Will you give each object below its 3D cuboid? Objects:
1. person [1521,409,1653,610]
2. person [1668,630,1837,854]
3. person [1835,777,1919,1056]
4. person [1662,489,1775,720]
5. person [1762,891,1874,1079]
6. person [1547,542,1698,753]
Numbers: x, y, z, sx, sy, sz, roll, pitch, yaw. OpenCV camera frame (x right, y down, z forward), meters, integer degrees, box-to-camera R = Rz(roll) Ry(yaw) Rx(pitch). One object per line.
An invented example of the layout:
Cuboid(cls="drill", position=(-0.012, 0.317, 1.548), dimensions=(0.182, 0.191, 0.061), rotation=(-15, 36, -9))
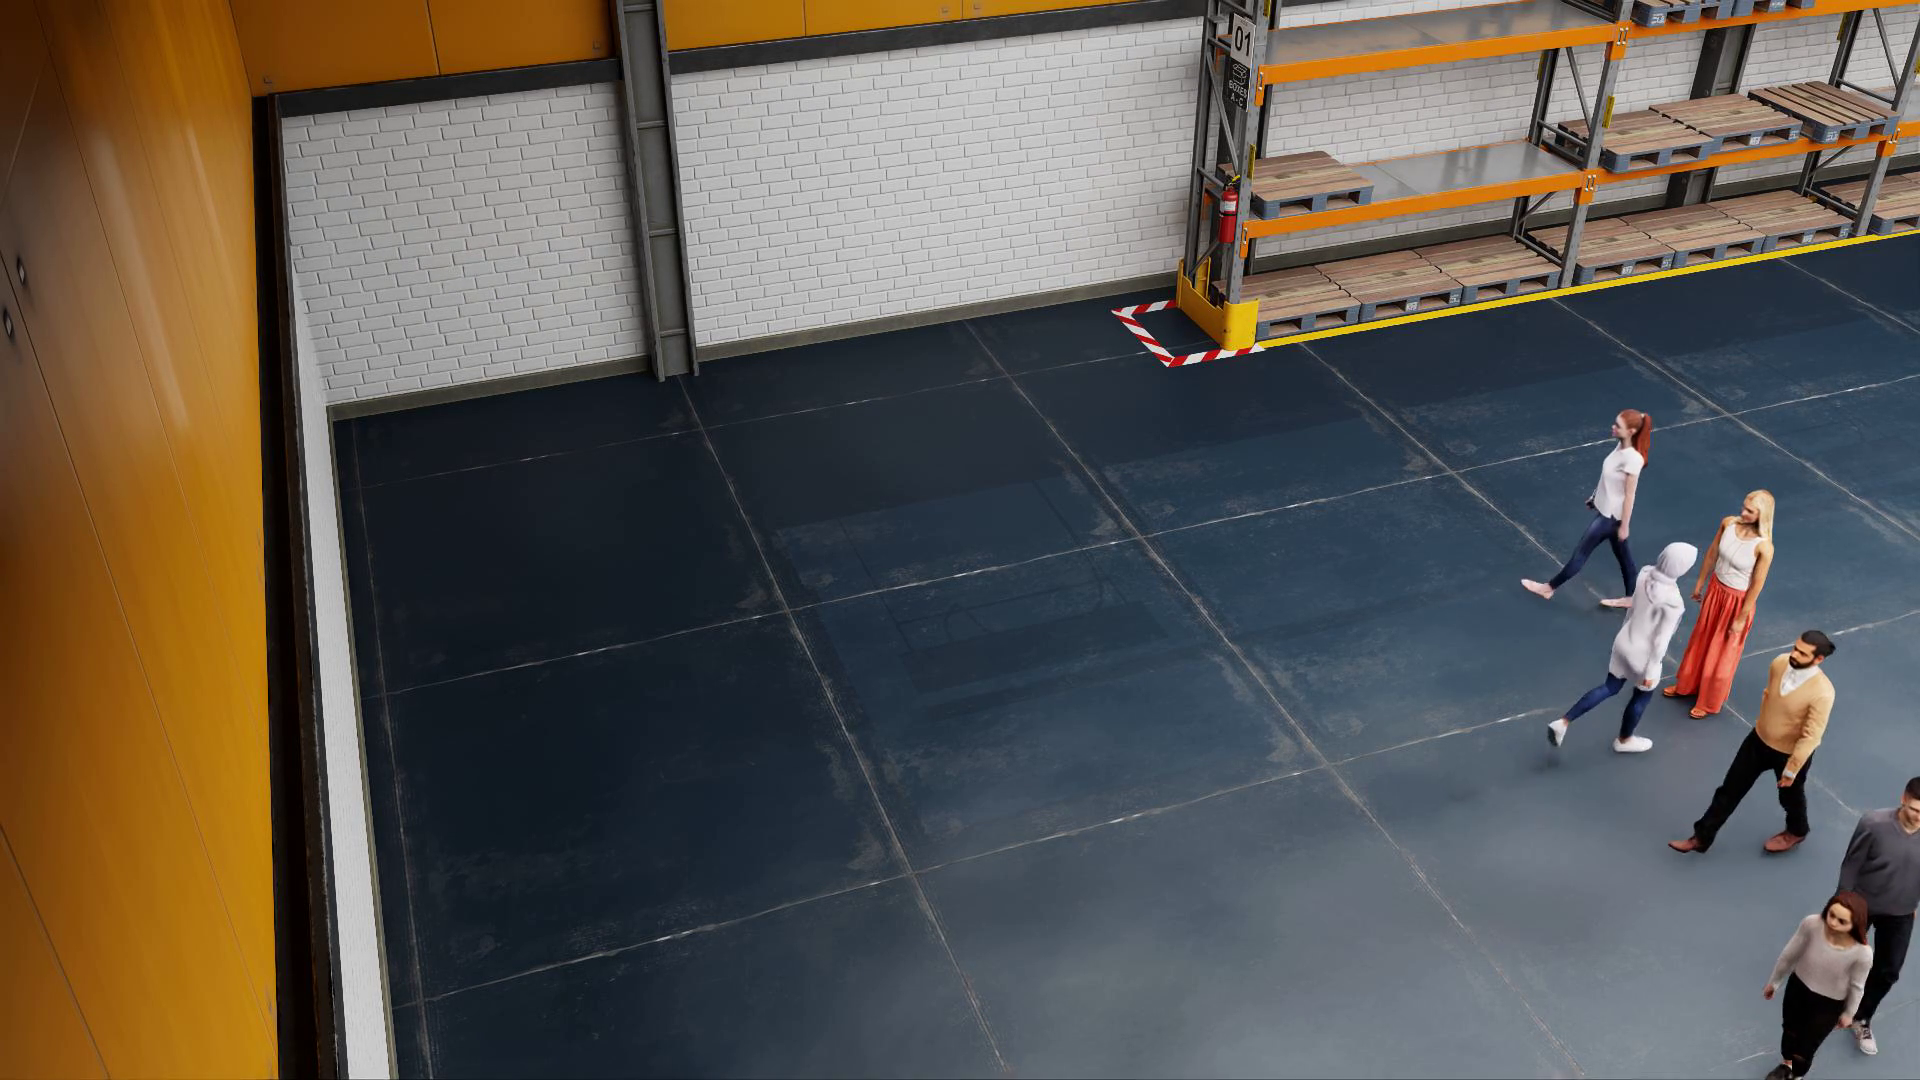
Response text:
Cuboid(cls="person", position=(4.961, -0.173, 12.384), dimensions=(1.166, 1.692, 1.016), rotation=(9, 35, 14))
Cuboid(cls="person", position=(5.100, 1.275, 10.192), dimensions=(1.158, 1.707, 0.668), rotation=(-11, 35, -16))
Cuboid(cls="person", position=(5.035, 1.937, 9.163), dimensions=(0.864, 1.743, 0.891), rotation=(6, 34, 9))
Cuboid(cls="person", position=(5.263, 0.421, 11.388), dimensions=(0.568, 1.806, 0.617), rotation=(-12, 36, -18))
Cuboid(cls="person", position=(4.542, 2.365, 8.765), dimensions=(0.630, 1.472, 0.626), rotation=(-22, 40, -30))
Cuboid(cls="person", position=(4.374, 0.755, 10.935), dimensions=(1.084, 1.751, 0.795), rotation=(-8, 34, -12))
